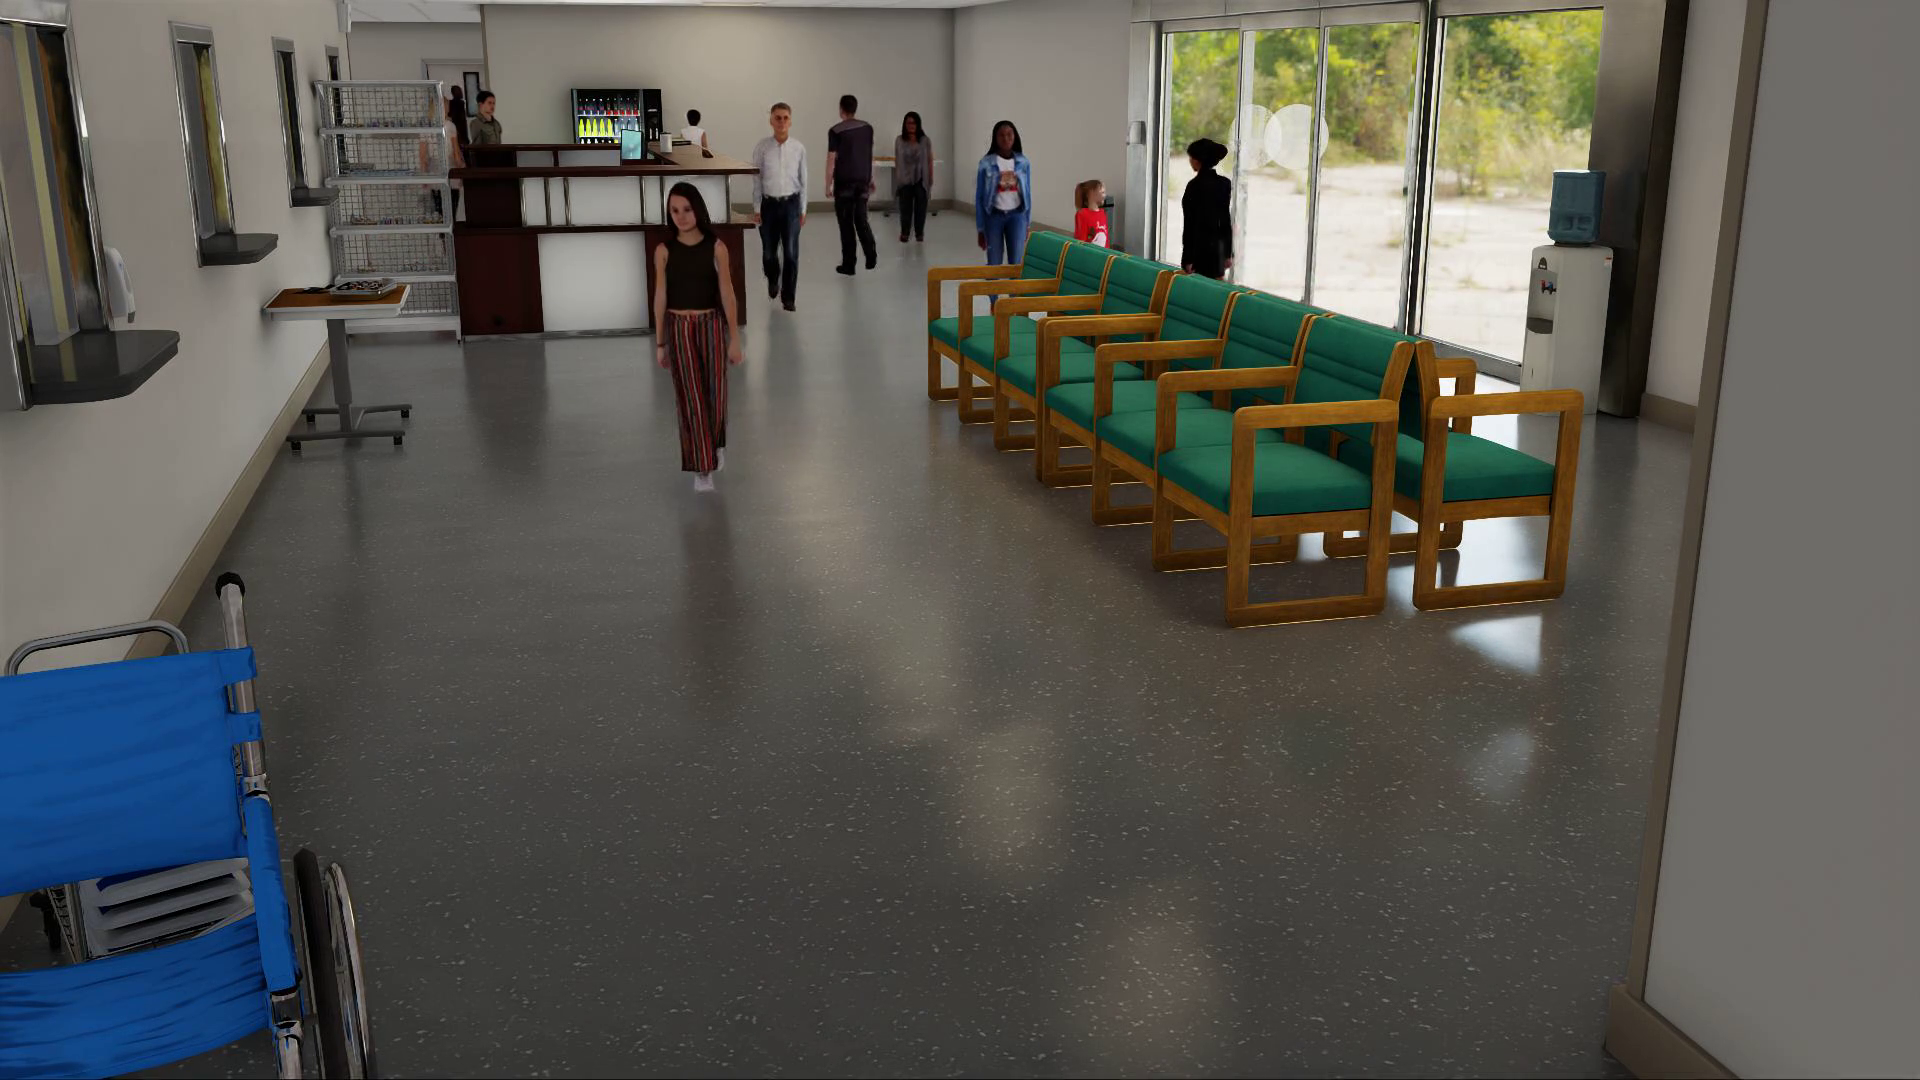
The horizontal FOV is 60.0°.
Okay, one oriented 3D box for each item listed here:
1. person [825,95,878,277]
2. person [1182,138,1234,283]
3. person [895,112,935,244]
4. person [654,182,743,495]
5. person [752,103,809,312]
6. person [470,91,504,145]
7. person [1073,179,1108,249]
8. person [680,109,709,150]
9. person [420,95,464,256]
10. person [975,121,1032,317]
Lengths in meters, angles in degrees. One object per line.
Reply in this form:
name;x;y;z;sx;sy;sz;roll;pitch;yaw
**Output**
person;-1.076;-3.677;17.290;0.843;1.840;0.926;-11;19;-33
person;1.738;-1.914;11.434;0.778;1.624;0.757;-8;18;-27
person;-0.556;-4.468;20.580;0.936;1.578;0.862;0;16;1
person;-1.325;-1.012;8.435;0.888;1.516;0.751;-1;16;-3
person;-1.613;-2.952;14.797;1.029;1.798;0.803;-2;16;-8
person;-5.398;-4.180;19.023;0.771;1.868;0.789;4;16;14
person;1.012;-2.148;12.909;0.566;1.274;0.648;-13;20;-38
person;-3.834;-5.424;24.015;0.499;1.554;0.653;-2;16;-6
person;-5.888;-4.124;18.945;0.983;1.801;0.737;-3;16;-10
person;0.340;-2.466;13.335;1.180;1.655;0.816;-2;16;-6
